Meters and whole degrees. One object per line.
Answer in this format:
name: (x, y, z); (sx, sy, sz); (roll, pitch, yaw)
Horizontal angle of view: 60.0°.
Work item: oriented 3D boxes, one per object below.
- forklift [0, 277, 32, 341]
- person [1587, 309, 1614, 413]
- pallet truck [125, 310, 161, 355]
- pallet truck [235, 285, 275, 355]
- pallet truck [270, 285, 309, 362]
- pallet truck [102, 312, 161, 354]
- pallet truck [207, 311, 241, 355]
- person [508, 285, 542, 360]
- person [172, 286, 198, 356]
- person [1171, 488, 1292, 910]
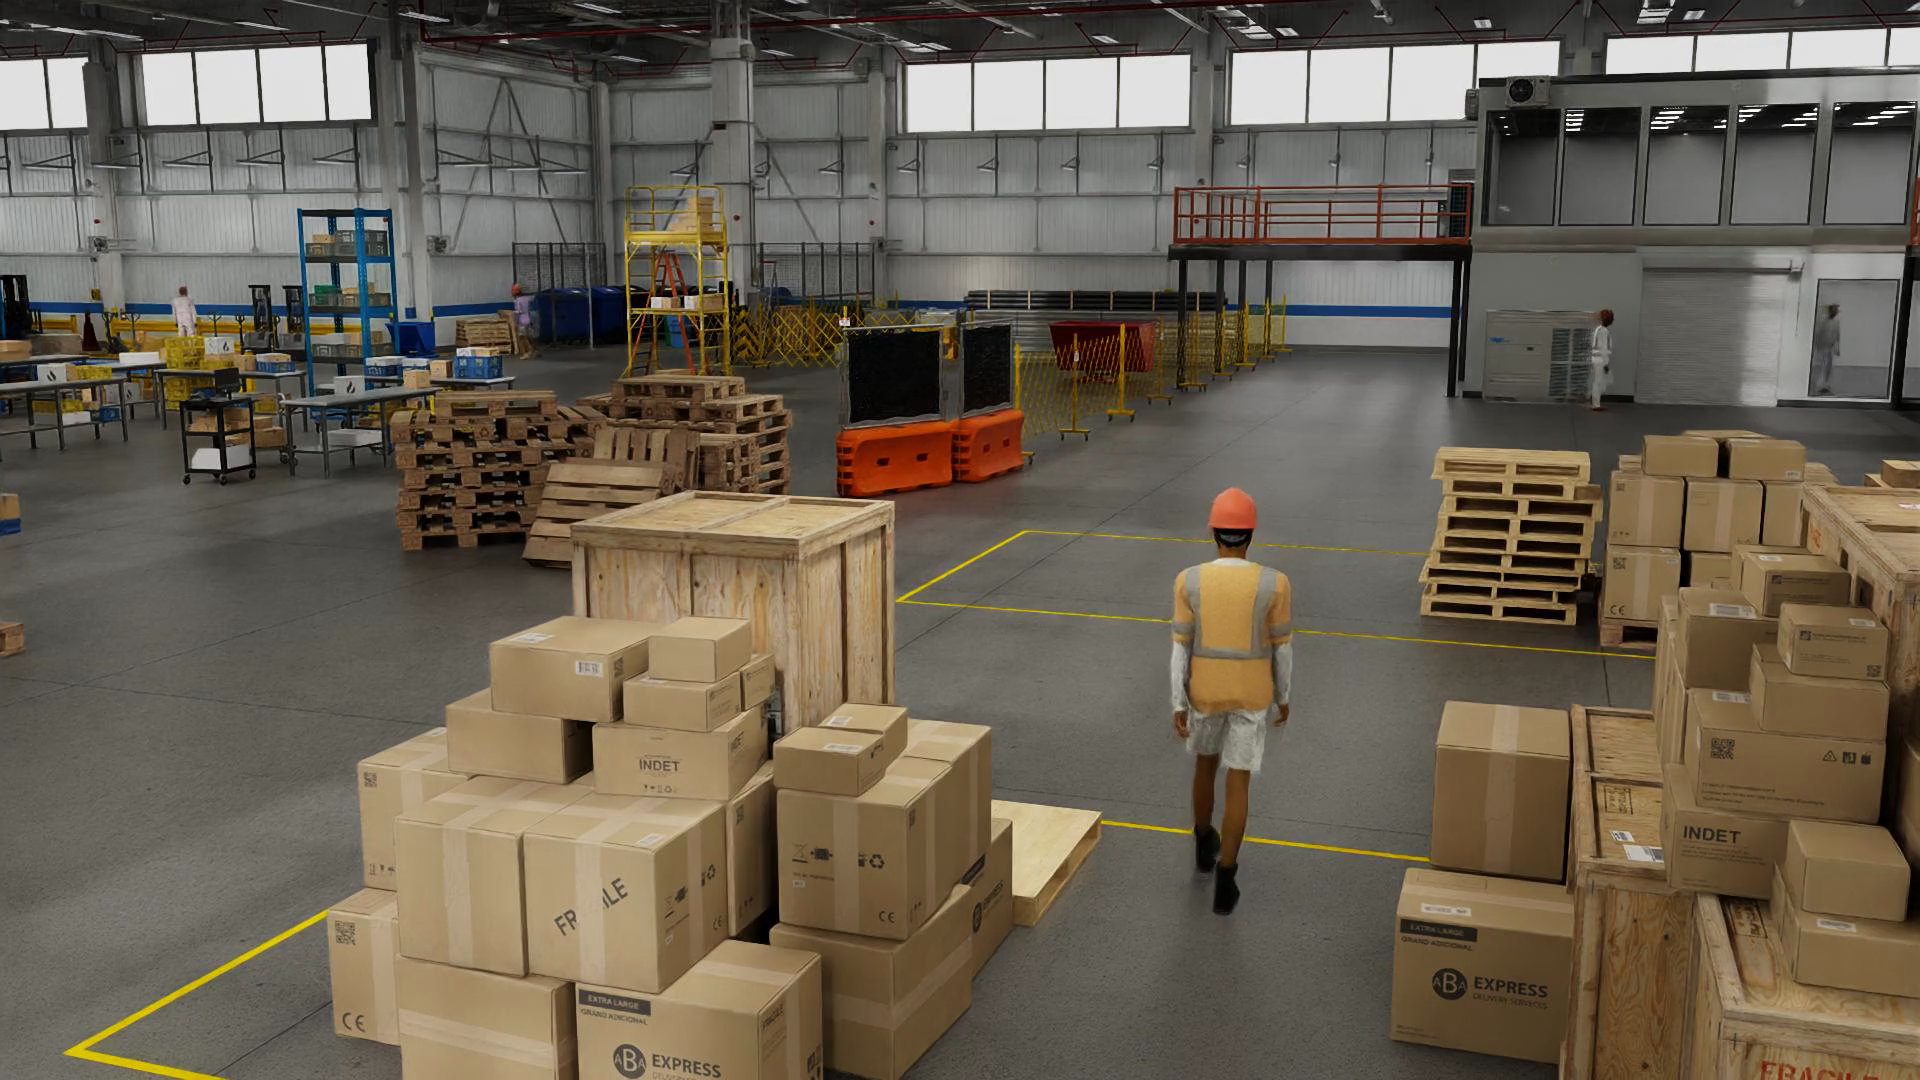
forklift: (-27.151, -6.329, 46.328); (1.157, 1.987, 2.680); (3, 11, 17)
person: (11.642, -3.228, 30.091); (0.419, 1.870, 0.613); (3, 10, 16)
pallet truck: (-22.038, -5.665, 45.457); (0.704, 1.261, 1.522); (3, 11, 17)
pallet truck: (-18.327, -5.835, 44.421); (0.823, 1.965, 1.885); (4, 11, 23)
pallet truck: (-17.147, -5.700, 43.663); (0.823, 1.965, 1.885); (3, 11, 17)
pallet truck: (-23.057, -5.777, 46.261); (0.680, 1.201, 1.601); (3, 11, 19)
pallet truck: (-19.537, -5.575, 44.913); (0.653, 1.274, 1.630); (3, 11, 19)
person: (-11.509, -5.742, 43.919); (0.725, 1.992, 0.676); (2, 10, 9)
person: (-21.053, -5.937, 45.251); (0.636, 1.911, 0.406); (1, 10, 5)
person: (1.283, 0.704, 7.829); (0.545, 1.905, 0.896); (3, 11, 18)
